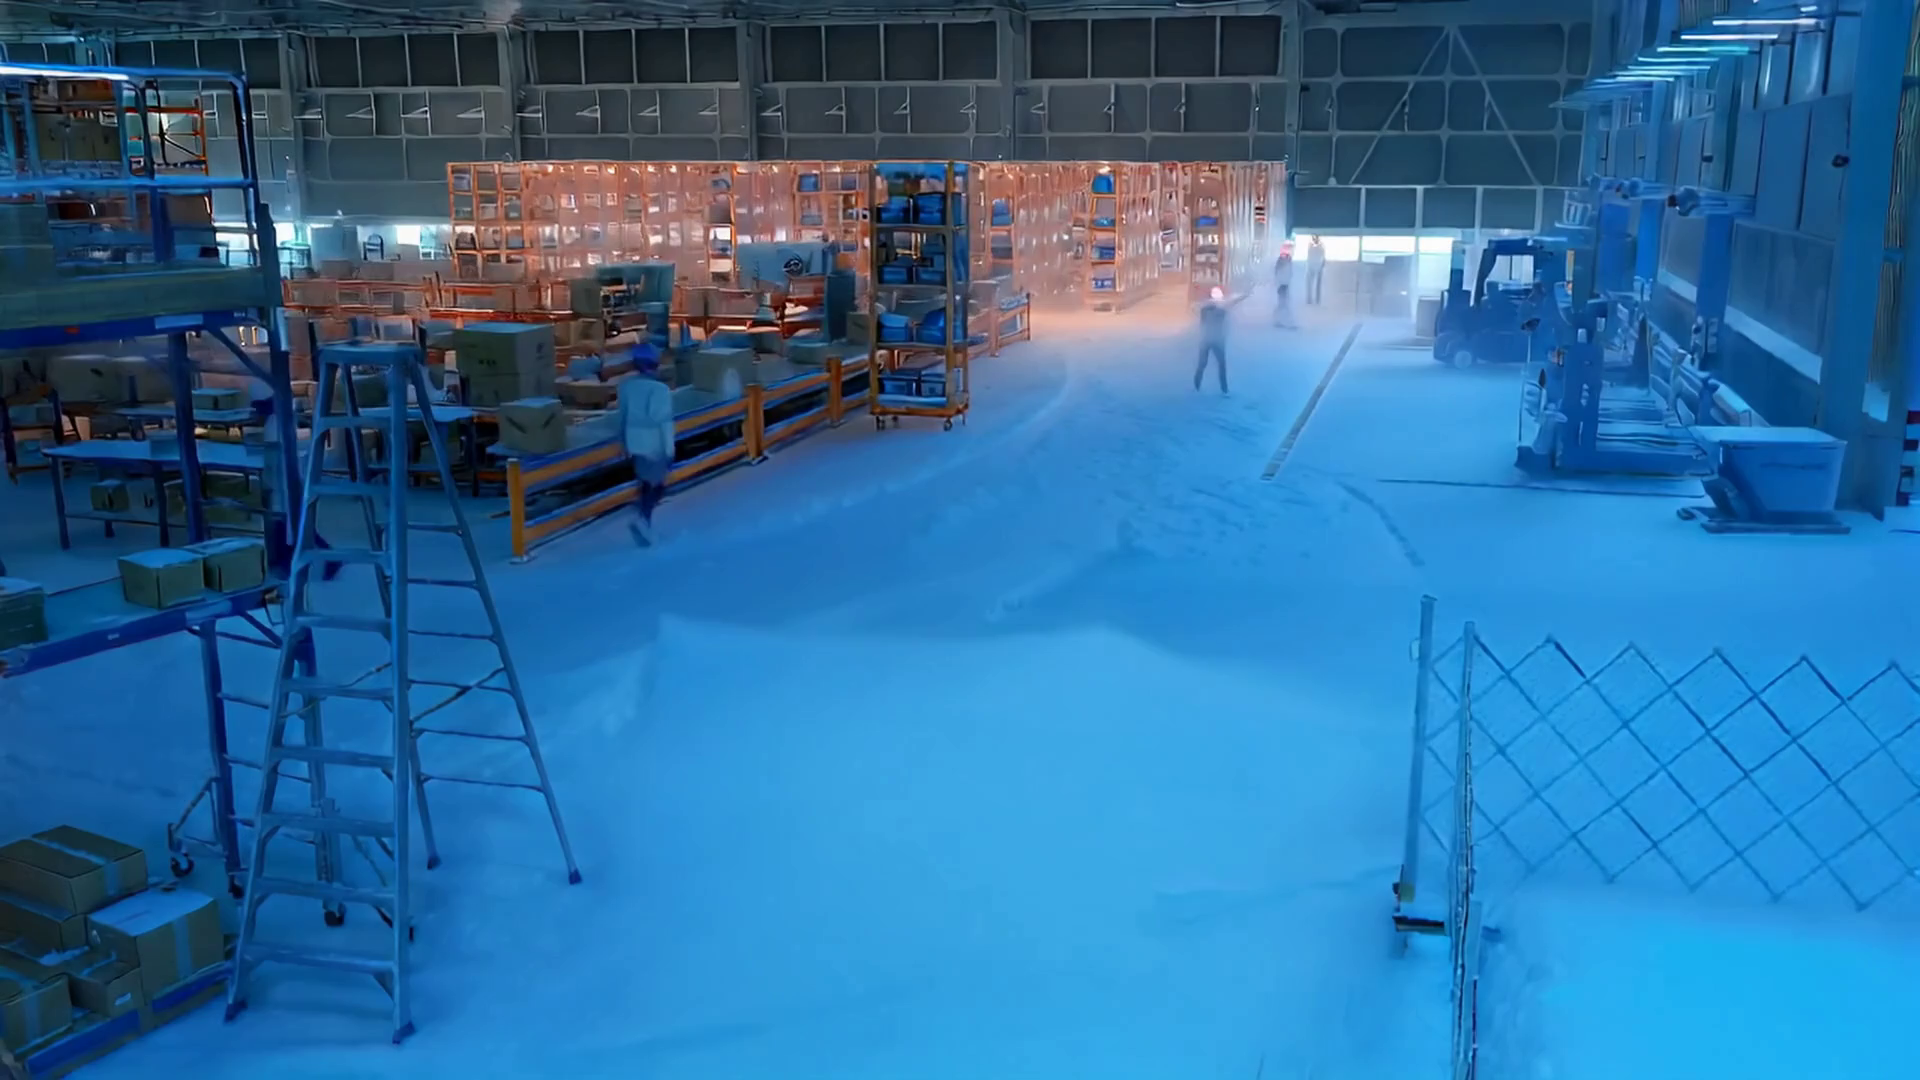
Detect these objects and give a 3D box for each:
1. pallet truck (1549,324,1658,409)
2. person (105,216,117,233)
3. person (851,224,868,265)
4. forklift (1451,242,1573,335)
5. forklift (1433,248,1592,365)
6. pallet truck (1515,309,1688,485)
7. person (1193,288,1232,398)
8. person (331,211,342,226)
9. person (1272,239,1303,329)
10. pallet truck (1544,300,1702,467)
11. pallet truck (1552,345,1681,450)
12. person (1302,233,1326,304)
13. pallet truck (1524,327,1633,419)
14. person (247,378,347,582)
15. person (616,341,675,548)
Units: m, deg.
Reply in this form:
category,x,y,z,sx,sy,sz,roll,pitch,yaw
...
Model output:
category,x,y,z,sx,sy,sz,roll,pitch,yaw
pallet truck,9.824,-2.669,25.407,1.601,1.201,0.680,4,14,16
person,-28.737,-10.081,56.302,0.535,1.747,0.622,5,14,20
person,-3.002,-8.569,49.568,0.586,1.836,0.404,-4,14,-17
forklift,10.464,-4.597,31.405,2.680,1.987,1.157,4,14,16
forklift,9.780,-4.111,29.280,2.680,1.987,1.157,3,13,14
pallet truck,7.554,-1.677,19.446,1.885,1.965,0.823,3,13,14
person,3.981,-3.115,26.275,0.537,1.720,0.922,-4,14,-17
person,-23.397,-11.532,62.653,0.821,1.710,0.573,11,17,40
person,7.265,-5.609,36.513,0.951,1.952,0.644,10,16,37
pallet truck,8.263,-1.952,20.631,1.885,1.965,0.823,5,14,20
pallet truck,8.641,-1.896,21.908,1.630,1.274,0.653,4,14,16
person,9.061,-6.939,42.551,0.594,1.815,0.727,9,16,33
pallet truck,9.065,-2.460,24.370,1.522,1.261,0.704,3,13,14
person,-5.848,-0.514,14.648,0.797,1.900,0.550,-8,15,-31
person,-3.052,-0.885,15.994,0.611,2.024,0.672,5,14,22
